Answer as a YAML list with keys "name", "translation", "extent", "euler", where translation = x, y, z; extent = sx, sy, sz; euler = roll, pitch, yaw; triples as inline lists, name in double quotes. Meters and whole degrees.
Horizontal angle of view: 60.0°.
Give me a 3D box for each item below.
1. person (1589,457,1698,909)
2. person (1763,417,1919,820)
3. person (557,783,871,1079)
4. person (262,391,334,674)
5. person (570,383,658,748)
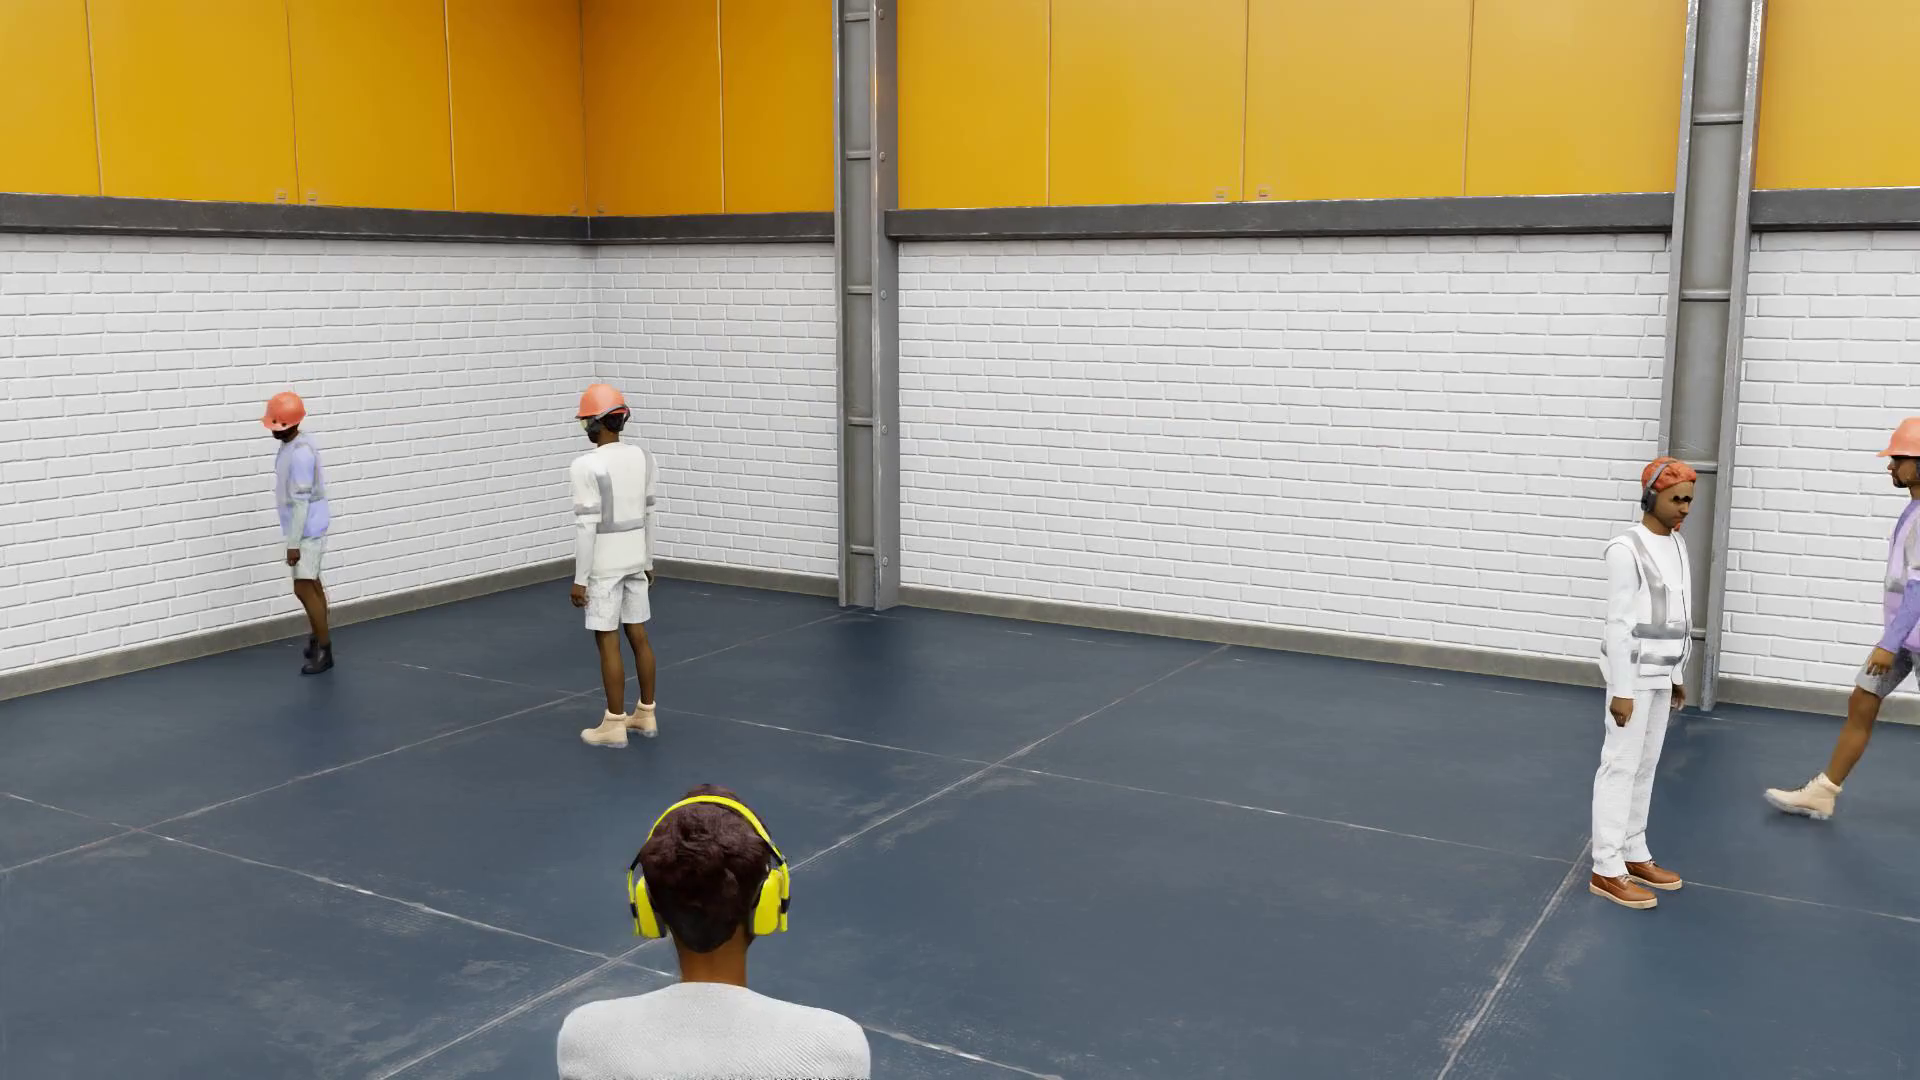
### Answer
- name: "person"
  translation: [2.901, 0.588, 7.035]
  extent: [0.353, 1.886, 0.572]
  euler: [9, 13, 44]
- name: "person"
  translation: [4.471, 0.422, 7.785]
  extent: [1.069, 1.992, 0.615]
  euler: [3, 10, 17]
- name: "person"
  translation: [-0.361, 1.306, 2.635]
  extent: [0.512, 1.865, 0.338]
  euler: [2, 9, 10]
- name: "person"
  translation: [-4.428, -0.063, 11.131]
  extent: [0.375, 1.891, 0.705]
  euler: [-4, 10, -24]
- name: "person"
  translation: [-1.965, 0.141, 9.343]
  extent: [0.396, 2.038, 0.614]
  euler: [6, 11, 32]
